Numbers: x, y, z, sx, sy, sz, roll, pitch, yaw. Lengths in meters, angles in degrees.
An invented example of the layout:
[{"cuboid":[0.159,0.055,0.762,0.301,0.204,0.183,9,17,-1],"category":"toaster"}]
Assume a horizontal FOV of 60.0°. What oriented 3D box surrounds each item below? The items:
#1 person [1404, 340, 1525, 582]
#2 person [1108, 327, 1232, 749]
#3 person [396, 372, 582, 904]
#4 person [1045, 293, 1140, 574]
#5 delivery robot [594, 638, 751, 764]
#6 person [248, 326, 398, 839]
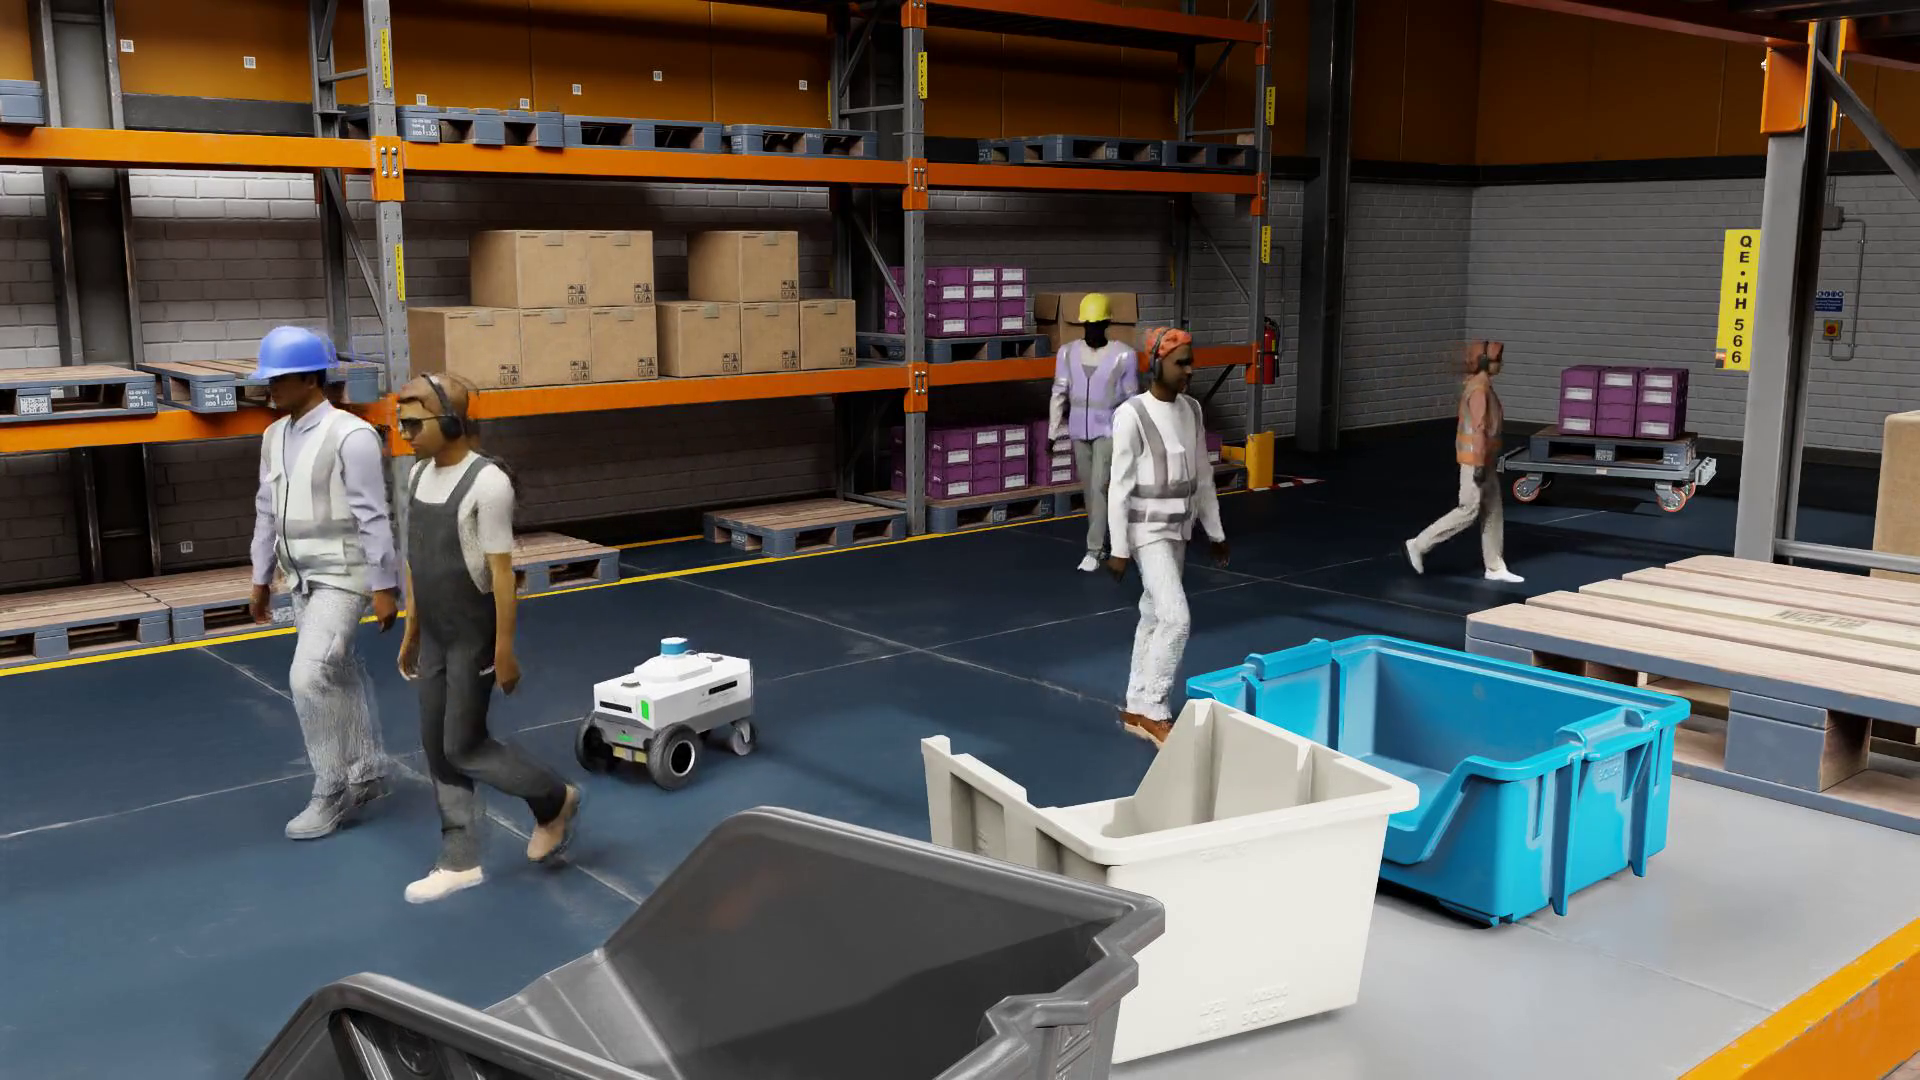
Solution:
[{"cuboid":[3.362,-0.518,10.982,0.715,1.612,0.525,4,11,21],"category":"person"},{"cuboid":[0.965,-0.001,7.376,0.609,1.864,0.593,8,13,37],"category":"person"},{"cuboid":[-1.668,0.325,5.712,0.517,1.819,0.538,9,14,41],"category":"person"},{"cuboid":[0.878,-0.720,11.347,0.597,1.891,0.866,6,12,29],"category":"person"},{"cuboid":[-1.215,0.660,7.090,0.477,0.478,0.707,7,12,33],"category":"delivery robot"},{"cuboid":[-2.479,0.163,6.284,0.655,1.924,0.659,8,13,36],"category":"person"}]
